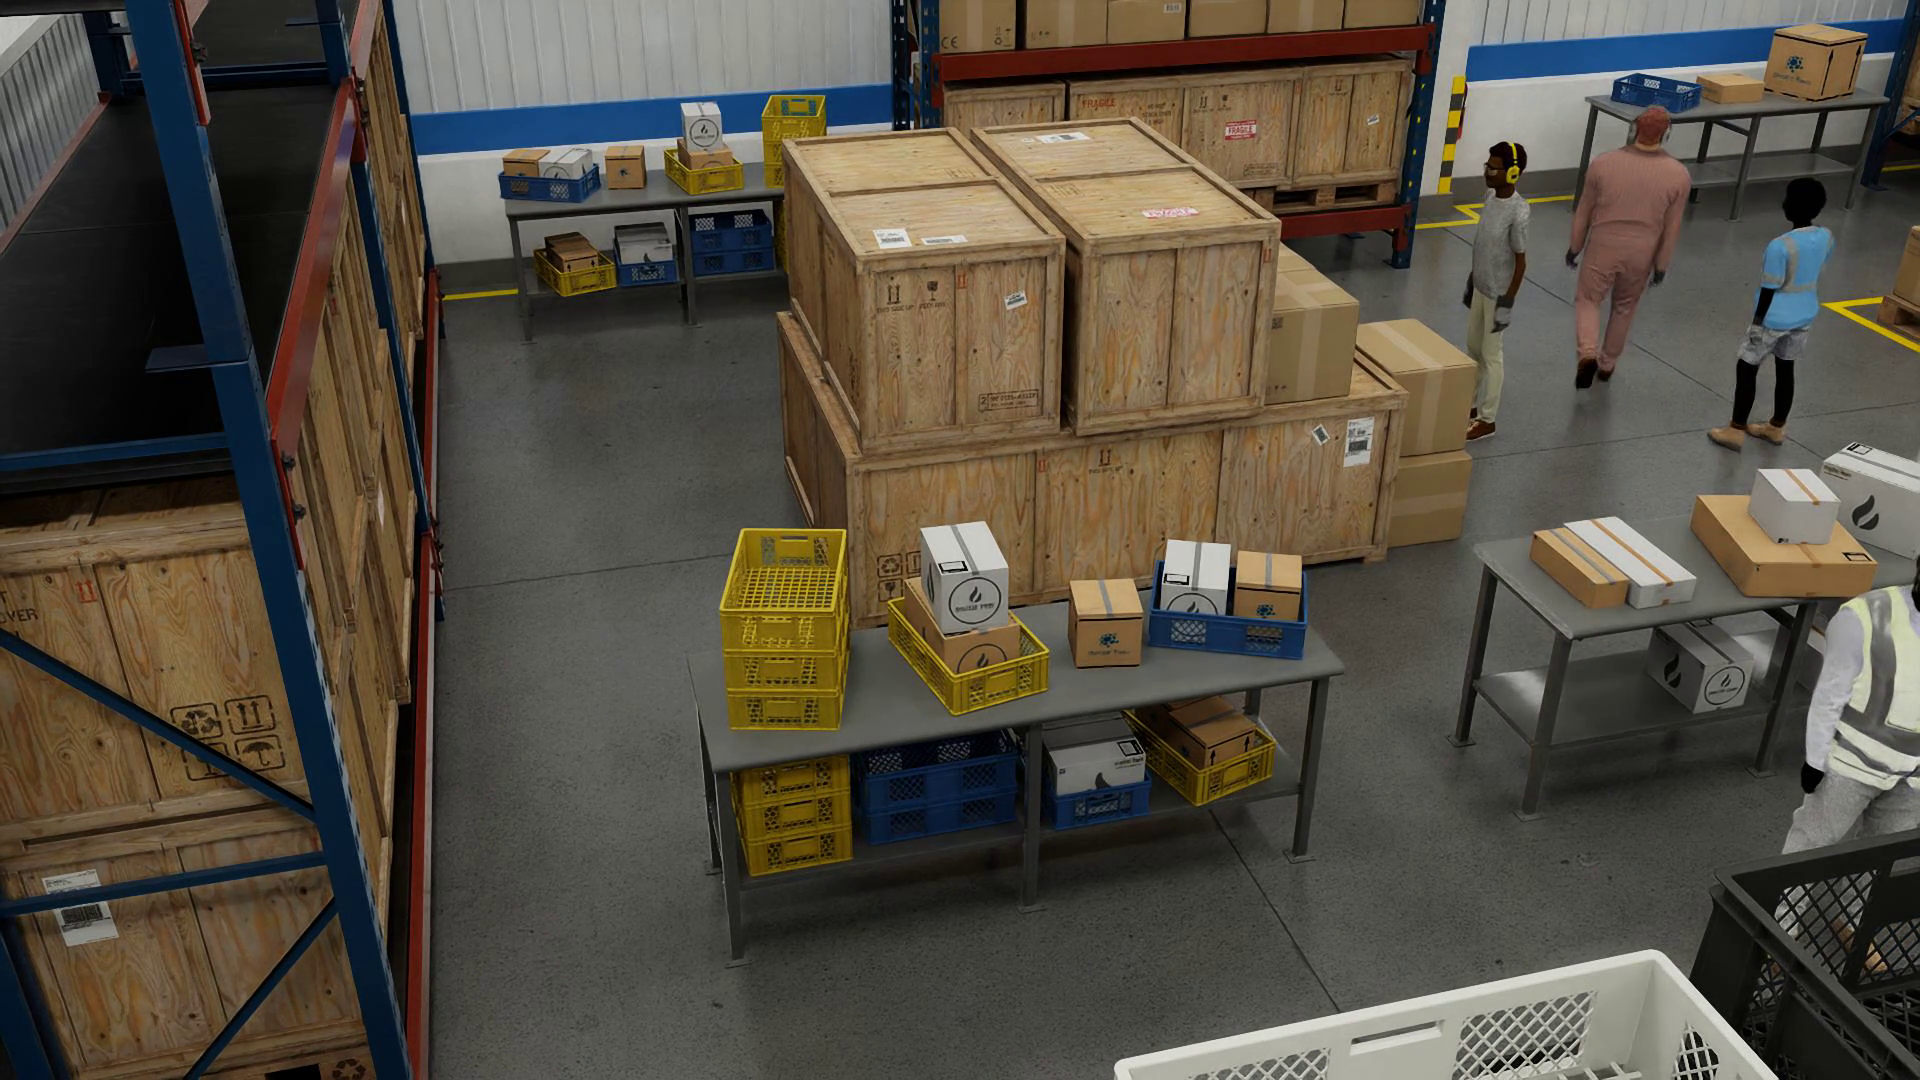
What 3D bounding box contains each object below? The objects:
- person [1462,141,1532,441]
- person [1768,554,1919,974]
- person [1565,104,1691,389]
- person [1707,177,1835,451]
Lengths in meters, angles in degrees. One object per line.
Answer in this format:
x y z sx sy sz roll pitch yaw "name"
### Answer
3.239 -1.509 10.192 0.335 1.862 0.519 -5 29 -9 "person"
3.361 0.797 6.025 0.622 1.845 0.430 1 29 3 "person"
4.311 -1.879 10.836 0.663 1.885 0.698 8 30 14 "person"
4.982 -1.357 10.093 0.535 1.689 0.327 -13 31 -22 "person"
